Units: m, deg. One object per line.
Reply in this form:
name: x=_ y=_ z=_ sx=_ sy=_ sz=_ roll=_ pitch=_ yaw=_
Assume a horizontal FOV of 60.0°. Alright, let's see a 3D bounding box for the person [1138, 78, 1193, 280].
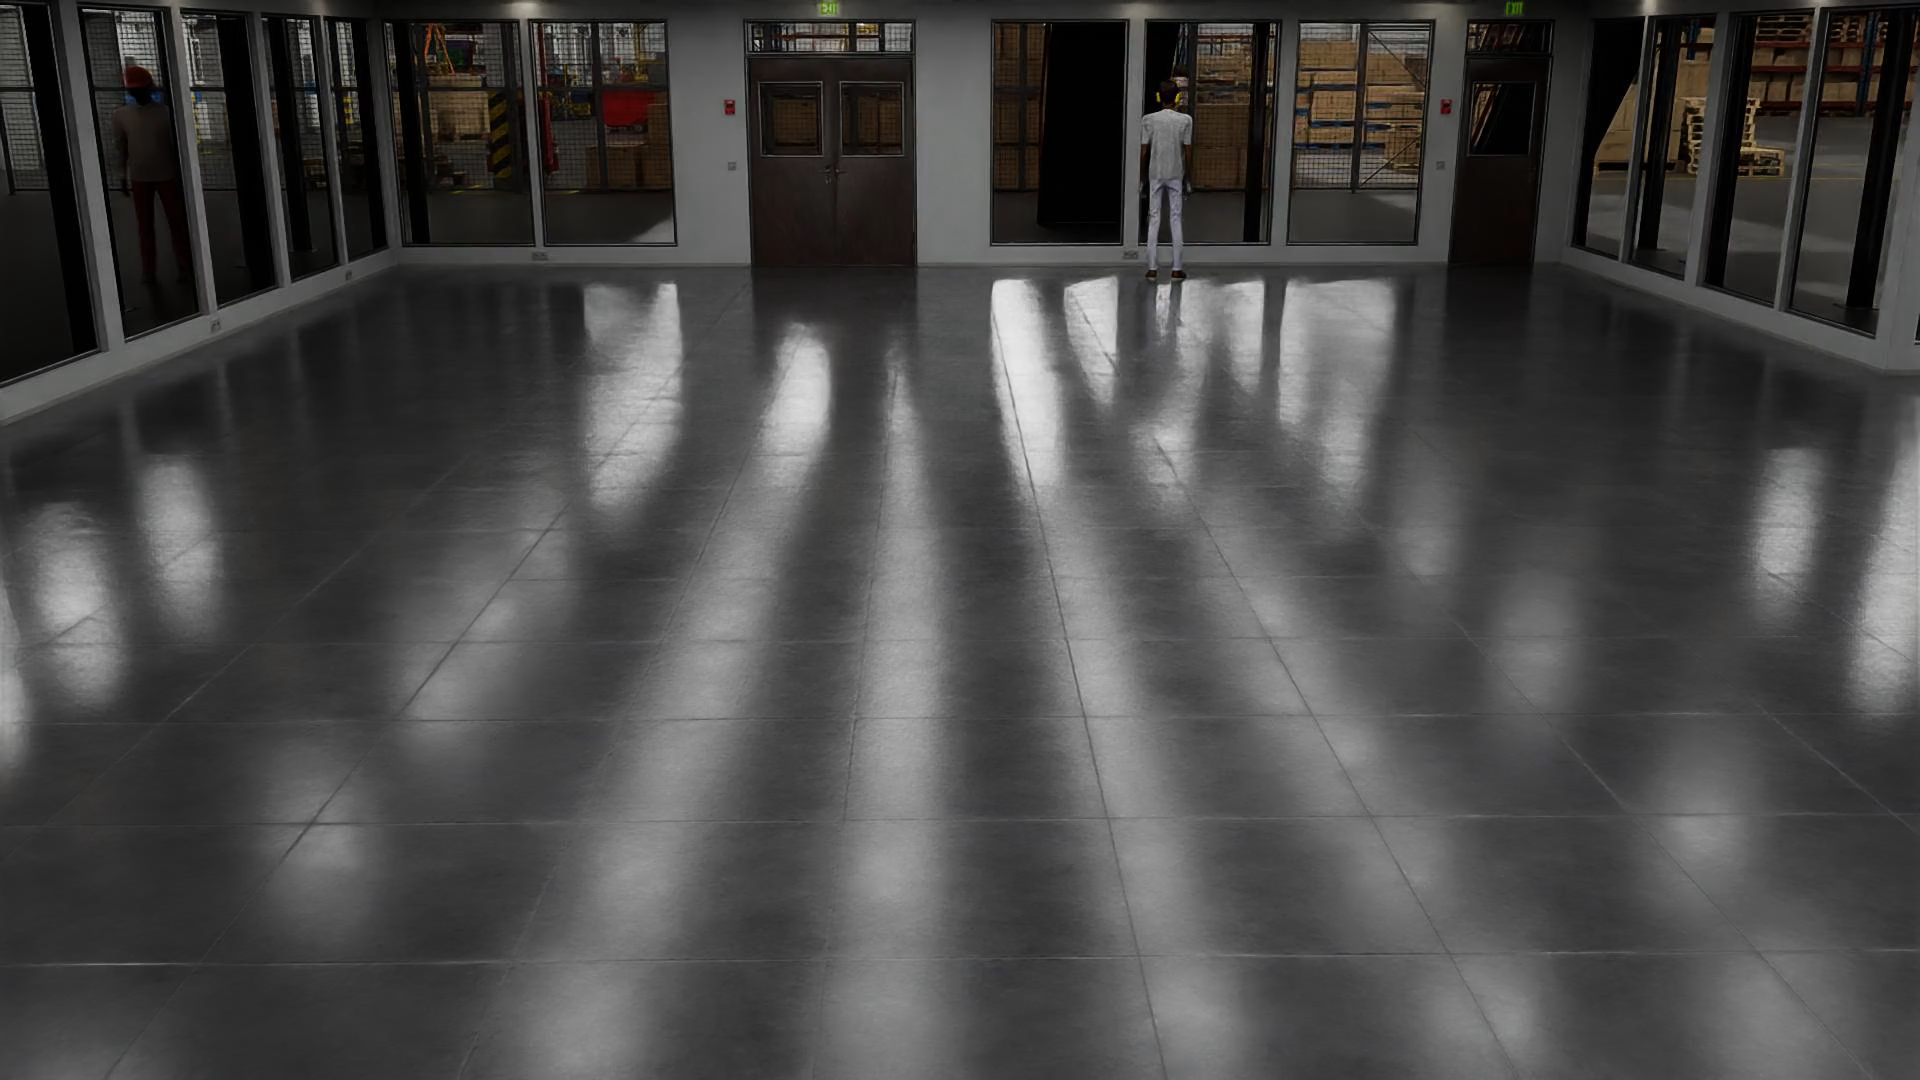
person: x=1.943 y=-3.406 z=15.761 sx=0.517 sy=1.873 sz=0.334 roll=4 pitch=17 yaw=12
